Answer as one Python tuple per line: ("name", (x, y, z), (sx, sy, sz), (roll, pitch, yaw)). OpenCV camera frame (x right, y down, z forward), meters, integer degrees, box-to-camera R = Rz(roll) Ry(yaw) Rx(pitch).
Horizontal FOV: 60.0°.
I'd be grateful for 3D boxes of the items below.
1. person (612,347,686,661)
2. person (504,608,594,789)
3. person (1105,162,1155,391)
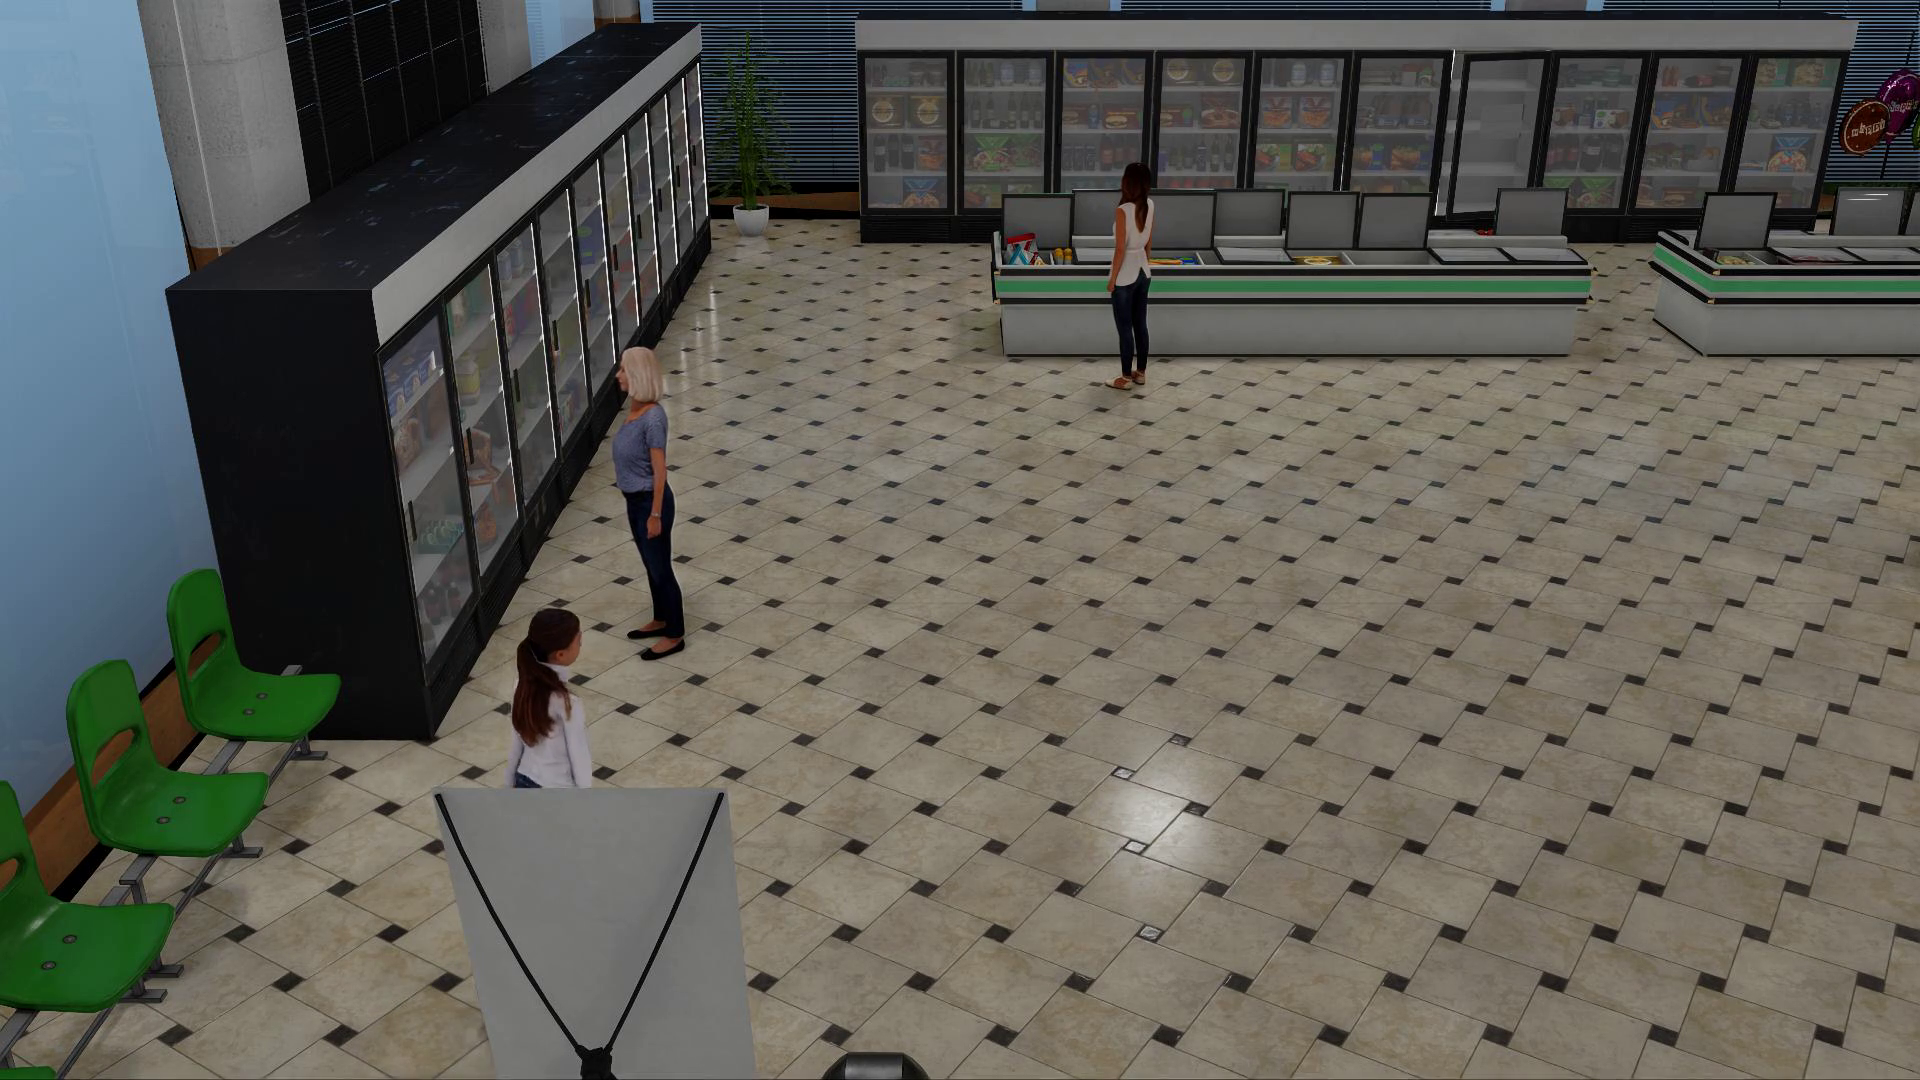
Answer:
("person", (-1.656, -0.204, 8.883), (0.643, 1.722, 0.660), (-10, 26, -22))
("person", (-1.628, 1.066, 6.345), (1.074, 1.430, 1.083), (15, 28, 31))
("person", (1.355, -2.066, 13.059), (0.672, 1.785, 0.734), (-21, 31, -40))
